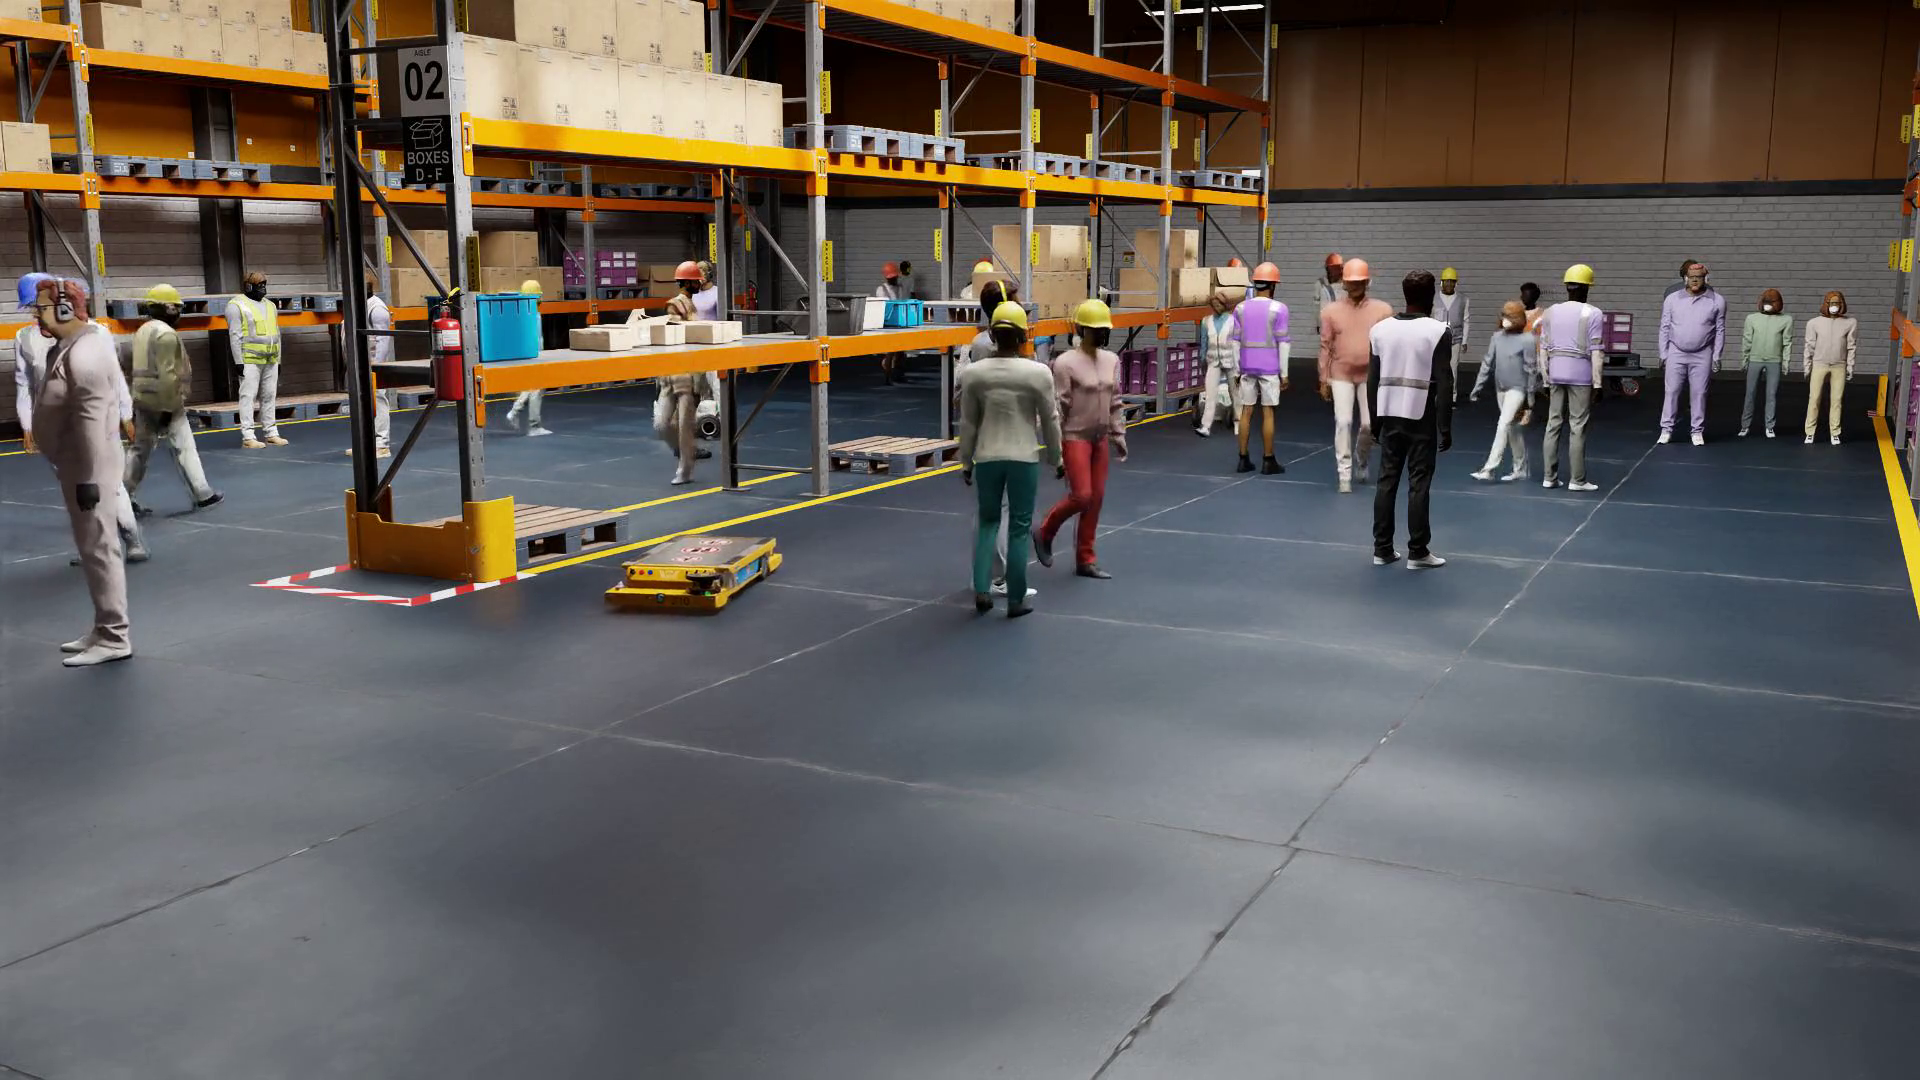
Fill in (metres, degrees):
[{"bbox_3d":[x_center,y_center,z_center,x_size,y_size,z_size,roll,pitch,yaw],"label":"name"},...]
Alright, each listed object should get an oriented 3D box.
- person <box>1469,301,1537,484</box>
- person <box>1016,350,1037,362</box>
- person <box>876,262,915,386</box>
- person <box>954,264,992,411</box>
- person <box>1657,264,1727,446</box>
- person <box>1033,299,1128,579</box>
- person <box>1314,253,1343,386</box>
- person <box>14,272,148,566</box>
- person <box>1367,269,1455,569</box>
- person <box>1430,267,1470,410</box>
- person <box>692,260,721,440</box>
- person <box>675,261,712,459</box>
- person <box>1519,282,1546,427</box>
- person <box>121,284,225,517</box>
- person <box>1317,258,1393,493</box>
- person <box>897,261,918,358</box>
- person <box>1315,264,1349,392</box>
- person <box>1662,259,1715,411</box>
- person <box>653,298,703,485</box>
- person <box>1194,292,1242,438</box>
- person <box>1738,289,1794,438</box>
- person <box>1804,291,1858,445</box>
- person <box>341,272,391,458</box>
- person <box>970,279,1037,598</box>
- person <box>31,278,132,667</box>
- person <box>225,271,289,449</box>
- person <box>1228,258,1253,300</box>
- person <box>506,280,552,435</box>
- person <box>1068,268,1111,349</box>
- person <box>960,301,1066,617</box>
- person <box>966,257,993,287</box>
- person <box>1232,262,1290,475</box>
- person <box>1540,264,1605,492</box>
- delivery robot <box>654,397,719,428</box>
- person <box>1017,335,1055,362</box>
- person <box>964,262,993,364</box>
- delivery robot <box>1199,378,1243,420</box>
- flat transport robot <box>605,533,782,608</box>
[{"bbox_3d":[4.742,-1.282,14.589,0.810,1.595,0.525,-4,11,-22],"label":"person"},{"bbox_3d":[1.054,-3.388,26.218,0.588,1.782,0.888,7,12,35],"label":"person"},{"bbox_3d":[-0.979,-3.263,25.221,0.431,1.886,0.679,8,13,39],"label":"person"},{"bbox_3d":[0.237,-2.594,21.369,0.802,1.894,0.556,-7,12,-34],"label":"person"},{"bbox_3d":[7.686,-1.943,17.508,0.636,1.911,0.404,5,11,25],"label":"person"},{"bbox_3d":[0.755,-0.621,10.335,0.518,1.746,0.484,-9,13,-41],"label":"person"},{"bbox_3d":[5.618,-3.318,25.150,0.633,2.021,0.554,-3,10,-16],"label":"person"},{"bbox_3d":[-5.691,-0.757,10.658,0.639,1.900,0.505,-1,10,-5],"label":"person"},{"bbox_3d":[2.885,-0.771,10.691,0.374,1.917,0.596,-9,13,-42],"label":"person"},{"bbox_3d":[6.269,-2.593,21.476,0.591,1.837,0.403,2,10,11],"label":"person"},{"bbox_3d":[-2.747,-2.050,18.037,0.630,1.940,0.372,7,12,36],"label":"person"},{"bbox_3d":[-2.664,-1.769,16.415,0.357,1.937,0.551,-3,10,-18],"label":"person"},{"bbox_3d":[6.529,-2.134,19.258,0.569,1.670,0.546,-7,12,-37],"label":"person"},{"bbox_3d":[-6.184,-1.070,12.848,0.600,1.787,0.873,8,12,38],"label":"person"},{"bbox_3d":[3.353,-1.396,14.143,0.637,1.976,0.519,2,10,10],"label":"person"},{"bbox_3d":[-1.068,-4.463,32.206,0.514,1.871,0.327,6,11,30],"label":"person"},{"bbox_3d":[5.496,-3.058,24.077,0.586,1.868,0.699,-6,11,-31],"label":"person"},{"bbox_3d":[9.249,-2.595,21.196,0.631,1.940,0.372,0,10,1],"label":"person"},{"bbox_3d":[-2.460,-1.296,14.556,0.546,1.623,0.379,6,11,29],"label":"person"},{"bbox_3d":[2.890,-1.922,18.294,0.582,1.588,0.884,6,11,31],"label":"person"},{"bbox_3d":[8.852,-1.938,18.273,0.499,1.633,0.289,5,11,27],"label":"person"},{"bbox_3d":[9.185,-1.814,17.585,0.493,1.625,0.282,3,10,18],"label":"person"},{"bbox_3d":[-5.884,-1.729,16.471,0.626,1.842,0.429,9,13,42],"label":"person"},{"bbox_3d":[0.236,-0.595,9.811,0.329,1.874,0.508,-4,11,-21],"label":"person"},{"bbox_3d":[-4.376,-0.343,8.281,0.398,1.904,0.649,-6,12,-33],"label":"person"},{"bbox_3d":[-7.305,-1.871,17.324,0.428,1.837,0.625,4,11,24],"label":"person"},{"bbox_3d":[4.305,-3.443,26.106,0.552,1.935,0.367,4,11,21],"label":"person"},{"bbox_3d":[-4.766,-2.011,18.417,0.415,1.727,0.498,-9,13,-43],"label":"person"},{"bbox_3d":[1.776,-2.837,22.916,0.618,1.836,0.430,0,10,-1],"label":"person"},{"bbox_3d":[0.281,-0.438,9.231,0.545,1.761,0.375,4,11,22],"label":"person"},{"bbox_3d":[0.363,-3.280,25.090,0.624,1.971,0.794,3,10,18],"label":"person"},{"bbox_3d":[2.772,-1.569,15.259,0.551,1.934,0.373,7,12,36],"label":"person"},{"bbox_3d":[5.209,-1.373,14.151,0.364,1.928,0.587,-8,12,-37],"label":"person"},{"bbox_3d":[-2.979,-1.423,18.136,0.707,0.478,0.477,-1,10,-8],"label":"delivery robot"},{"bbox_3d":[1.014,-2.616,22.017,0.566,1.682,0.416,3,10,19],"label":"person"},{"bbox_3d":[0.257,-2.344,19.805,0.392,1.919,0.590,5,11,26],"label":"person"},{"bbox_3d":[3.063,-1.642,19.407,0.477,0.478,0.707,6,11,30],"label":"delivery robot"},{"bbox_3d":[-1.572,0.168,10.022,0.652,0.197,1.431,2,10,9],"label":"flat transport robot"}]
